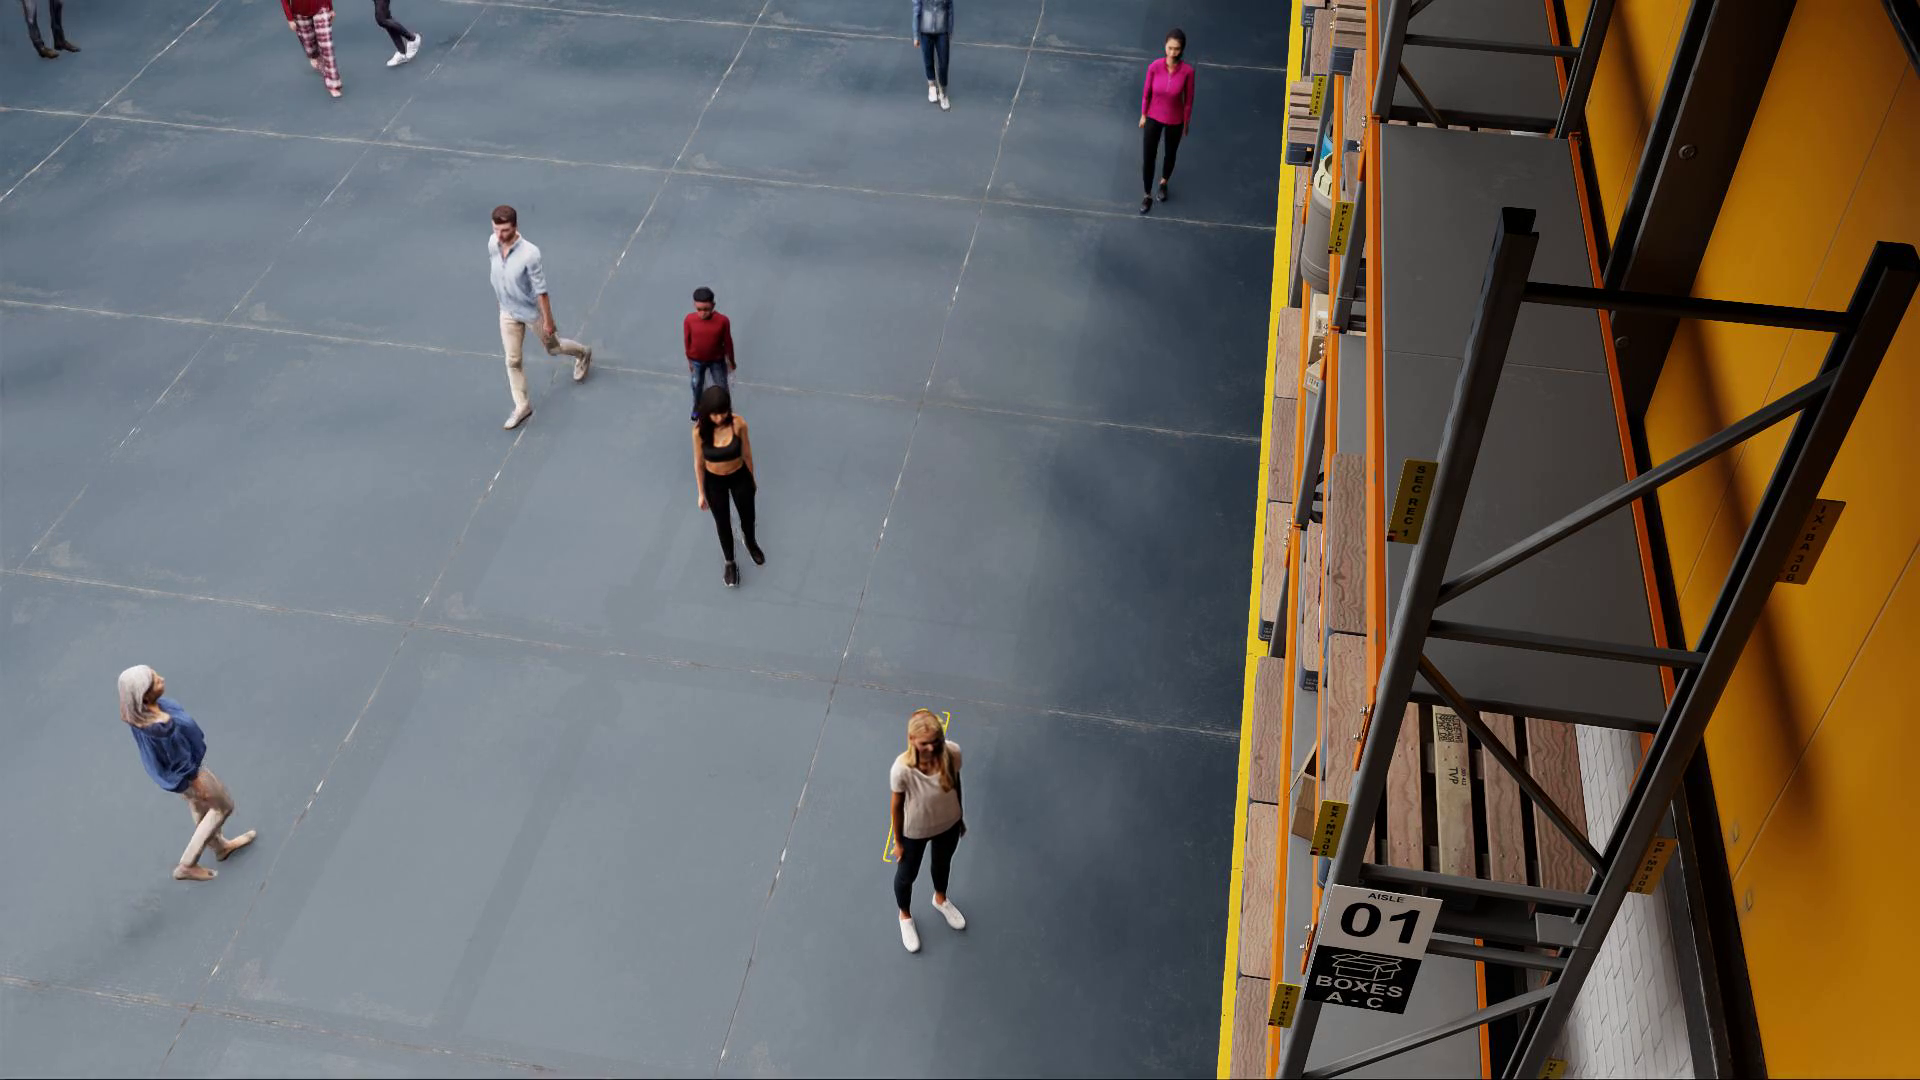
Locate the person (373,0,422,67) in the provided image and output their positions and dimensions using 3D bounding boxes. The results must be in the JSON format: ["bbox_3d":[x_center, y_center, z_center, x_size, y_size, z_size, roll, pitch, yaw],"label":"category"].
[{"bbox_3d":[-5.767,-5.659,16.707,0.827,1.792,0.868,31,52,28],"label":"person"}]

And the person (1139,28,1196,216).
[{"bbox_3d":[1.845,-3.791,14.832,0.604,1.682,0.786,7,44,7],"label":"person"}]

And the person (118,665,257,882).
[{"bbox_3d":[-4.489,1.359,9.423,0.803,1.687,0.891,31,51,28],"label":"person"}]

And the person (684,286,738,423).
[{"bbox_3d":[-1.920,-1.422,12.654,0.596,1.247,0.568,-1,44,-1],"label":"person"}]

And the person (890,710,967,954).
[{"bbox_3d":[-0.186,1.565,9.112,0.659,1.809,0.696,-21,47,-20],"label":"person"}]

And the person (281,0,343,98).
[{"bbox_3d":[-6.395,-5.217,16.321,0.914,1.684,0.998,-22,48,-21],"label":"person"}]

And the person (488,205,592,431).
[{"bbox_3d":[-3.223,-1.776,12.615,0.892,1.813,1.272,19,47,19],"label":"person"}]

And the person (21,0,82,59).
[{"bbox_3d":[-9.517,-5.706,16.778,0.735,1.761,0.590,8,44,9],"label":"person"}]

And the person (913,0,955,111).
[{"bbox_3d":[-0.271,-4.989,16.241,0.663,1.463,0.747,-4,44,-4],"label":"person"}]

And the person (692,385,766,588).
[{"bbox_3d":[-1.594,-0.432,11.329,0.672,1.640,0.728,-8,44,-8],"label":"person"}]
